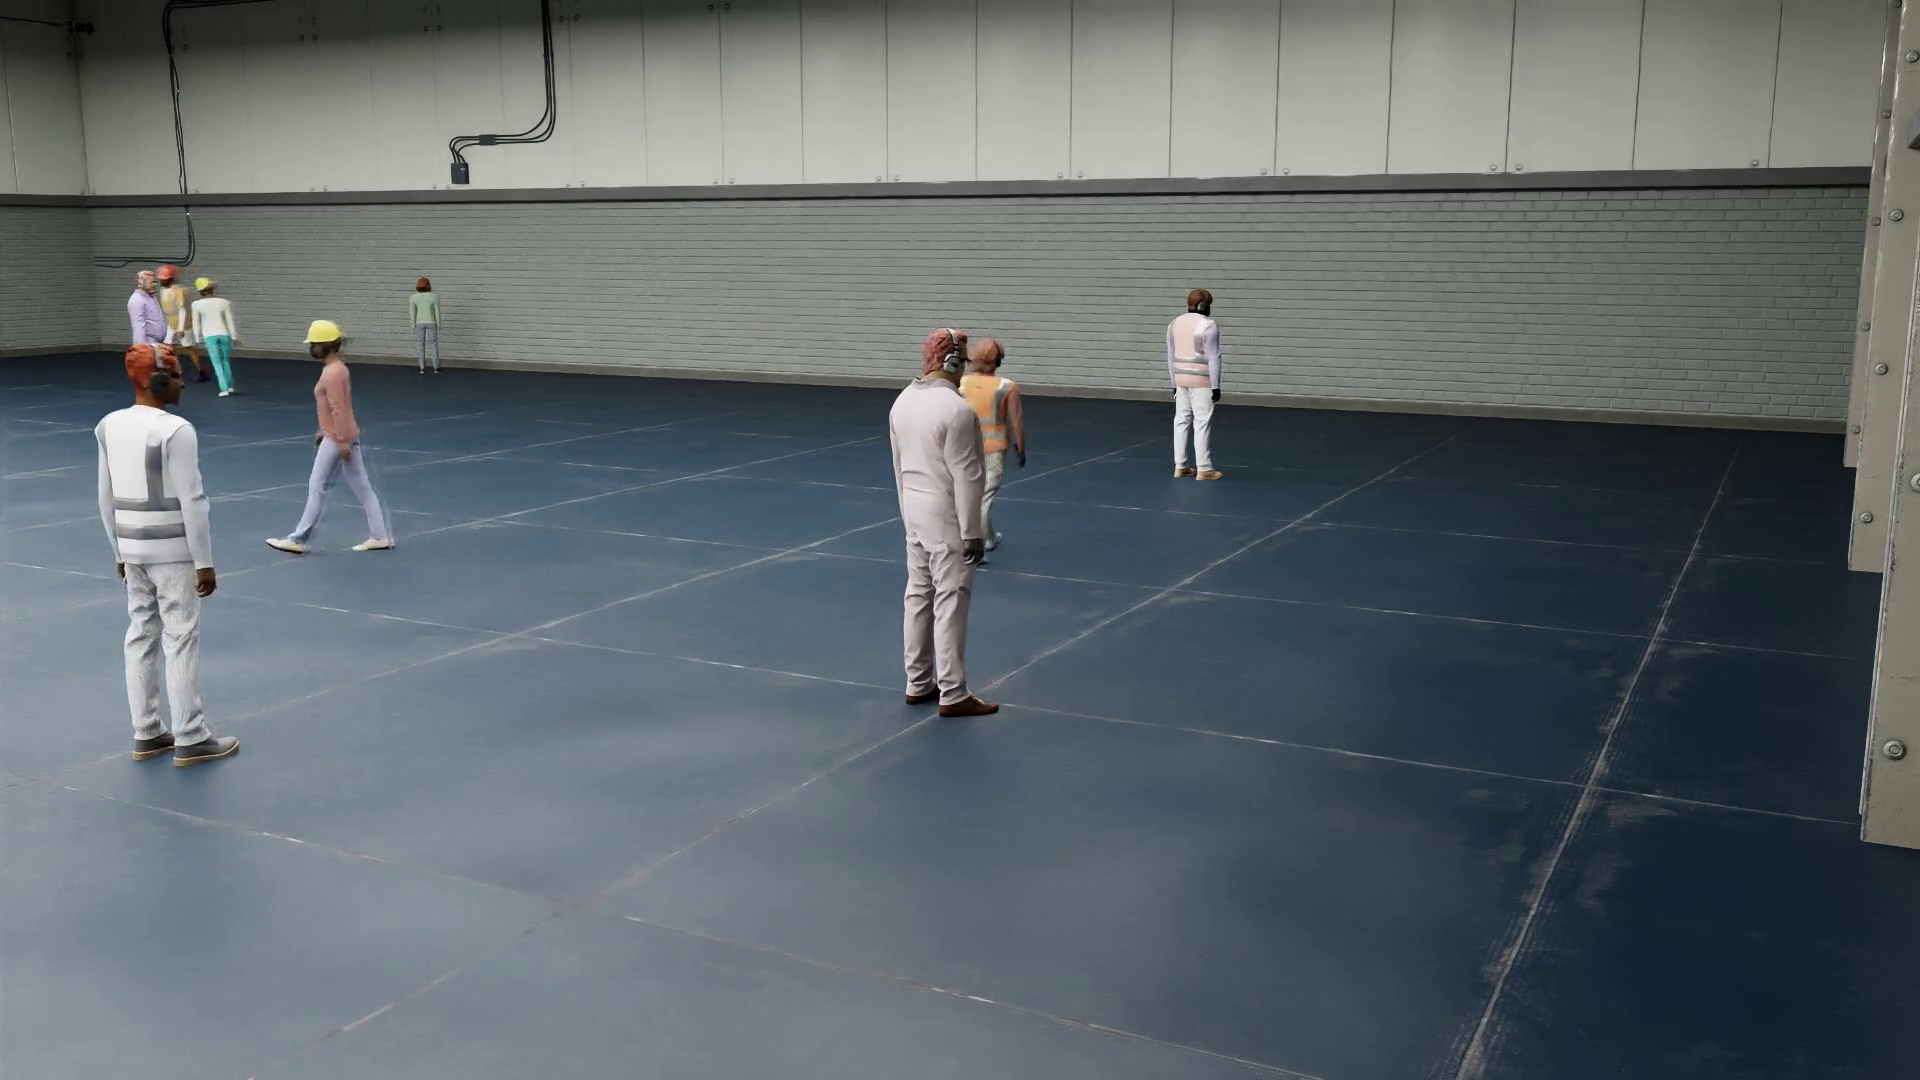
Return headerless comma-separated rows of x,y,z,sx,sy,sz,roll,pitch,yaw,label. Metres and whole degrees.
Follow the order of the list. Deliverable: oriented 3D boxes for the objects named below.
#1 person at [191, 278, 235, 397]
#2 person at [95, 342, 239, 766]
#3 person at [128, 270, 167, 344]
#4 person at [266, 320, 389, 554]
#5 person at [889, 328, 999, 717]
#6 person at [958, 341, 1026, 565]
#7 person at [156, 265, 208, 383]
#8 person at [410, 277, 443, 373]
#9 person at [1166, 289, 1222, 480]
-10.911,-2.960,24.326,0.554,1.730,0.554,-9,14,-40,person
-3.556,0.066,7.410,0.581,1.882,0.339,5,11,25,person
-10.295,-2.467,21.170,0.400,1.905,0.644,-2,11,-10,person
-4.692,-0.744,12.269,0.887,1.727,0.532,-2,11,-9,person
-0.071,-0.085,8.191,0.410,1.904,0.639,-7,12,-33,person
0.207,-0.643,12.078,0.535,1.587,0.875,5,11,24,person
-12.353,-3.373,26.175,0.582,1.872,1.017,5,11,24,person
-9.154,-3.680,28.522,0.498,1.633,0.284,-1,10,-6,person
2.291,-1.498,16.074,0.430,1.838,0.620,-8,13,-39,person
